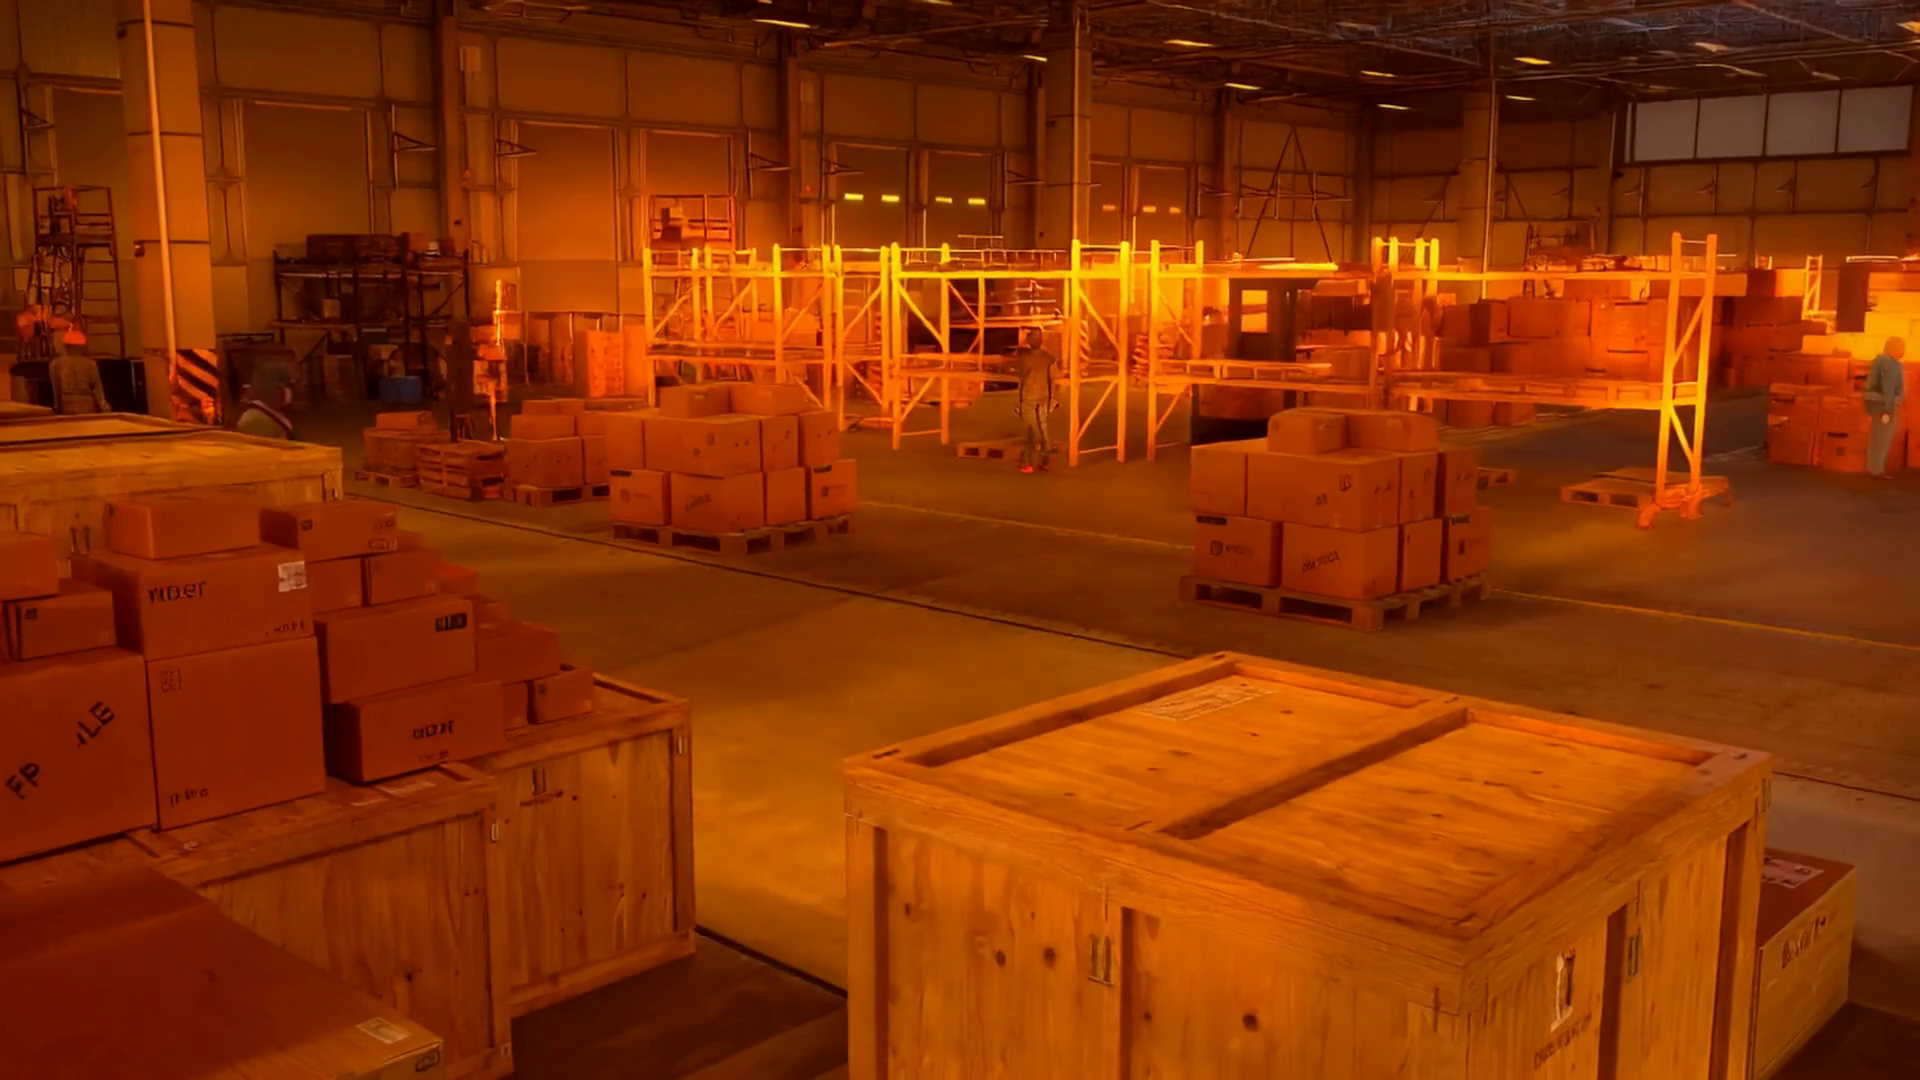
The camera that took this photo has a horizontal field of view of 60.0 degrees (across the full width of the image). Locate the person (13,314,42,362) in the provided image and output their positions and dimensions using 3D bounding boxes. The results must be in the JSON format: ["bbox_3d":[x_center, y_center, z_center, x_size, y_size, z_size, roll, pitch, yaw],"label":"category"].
[{"bbox_3d":[-14.800,-2.615,26.461,0.374,1.935,0.552,-6,11,-33],"label":"person"}]

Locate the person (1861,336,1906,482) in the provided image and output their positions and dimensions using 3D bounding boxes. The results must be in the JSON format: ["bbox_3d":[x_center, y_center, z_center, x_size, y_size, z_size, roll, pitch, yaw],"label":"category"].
[{"bbox_3d":[11.585,-1.639,20.860,0.433,1.831,0.631,1,9,8],"label":"person"}]

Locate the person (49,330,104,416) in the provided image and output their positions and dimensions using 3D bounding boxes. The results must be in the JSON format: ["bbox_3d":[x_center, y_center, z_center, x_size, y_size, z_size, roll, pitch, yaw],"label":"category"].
[{"bbox_3d":[-10.611,-1.565,20.042,0.594,1.929,0.352,-1,9,-4],"label":"person"}]

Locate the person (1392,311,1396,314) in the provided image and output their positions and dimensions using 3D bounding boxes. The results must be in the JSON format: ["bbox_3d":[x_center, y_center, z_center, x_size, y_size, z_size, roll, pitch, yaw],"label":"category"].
[{"bbox_3d":[13.209,-6.439,50.811,0.911,1.637,0.571,-1,9,-7],"label":"person"}]

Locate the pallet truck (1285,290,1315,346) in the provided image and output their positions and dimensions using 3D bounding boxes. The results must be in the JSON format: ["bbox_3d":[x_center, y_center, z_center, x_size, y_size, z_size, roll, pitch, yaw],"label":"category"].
[{"bbox_3d":[11.297,-6.951,52.861,1.885,1.965,0.823,-5,11,-29],"label":"pallet truck"}]

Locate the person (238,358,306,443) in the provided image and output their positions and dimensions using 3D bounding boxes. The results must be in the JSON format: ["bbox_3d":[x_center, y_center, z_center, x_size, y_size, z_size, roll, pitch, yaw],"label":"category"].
[{"bbox_3d":[-4.956,-0.327,12.115,0.539,2.000,0.702,-2,10,-14],"label":"person"}]

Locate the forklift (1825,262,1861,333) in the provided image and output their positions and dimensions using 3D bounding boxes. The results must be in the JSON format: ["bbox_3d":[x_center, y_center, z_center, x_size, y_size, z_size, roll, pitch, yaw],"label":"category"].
[{"bbox_3d":[22.783,-5.749,42.791,1.873,2.768,1.129,8,12,39],"label":"forklift"}]

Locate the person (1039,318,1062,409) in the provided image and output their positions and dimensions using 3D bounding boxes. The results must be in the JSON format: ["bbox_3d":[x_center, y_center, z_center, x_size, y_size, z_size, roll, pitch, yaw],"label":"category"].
[{"bbox_3d":[1.724,-3.330,31.477,0.484,1.735,0.335,-5,10,-27],"label":"person"}]

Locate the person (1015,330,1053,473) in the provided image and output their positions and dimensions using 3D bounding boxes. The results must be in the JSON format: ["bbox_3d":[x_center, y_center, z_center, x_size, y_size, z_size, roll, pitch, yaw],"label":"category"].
[{"bbox_3d":[0.968,-1.800,21.668,0.520,1.874,0.327,-4,10,-22],"label":"person"}]

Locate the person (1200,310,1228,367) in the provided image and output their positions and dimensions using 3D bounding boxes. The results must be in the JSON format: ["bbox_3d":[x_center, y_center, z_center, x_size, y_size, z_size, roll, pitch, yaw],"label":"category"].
[{"bbox_3d":[4.796,-3.364,31.219,0.645,1.877,1.040,5,10,28],"label":"person"}]

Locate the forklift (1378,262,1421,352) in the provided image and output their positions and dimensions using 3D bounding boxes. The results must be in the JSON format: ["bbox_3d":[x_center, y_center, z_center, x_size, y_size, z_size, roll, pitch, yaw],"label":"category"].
[{"bbox_3d":[10.938,-5.515,41.356,1.129,2.768,1.873,2,10,15],"label":"forklift"}]

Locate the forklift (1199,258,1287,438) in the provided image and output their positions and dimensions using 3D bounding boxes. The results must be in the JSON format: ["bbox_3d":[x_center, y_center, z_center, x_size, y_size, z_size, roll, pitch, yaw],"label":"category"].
[{"bbox_3d":[4.691,-3.099,26.542,1.129,2.768,1.873,9,13,43],"label":"forklift"}]

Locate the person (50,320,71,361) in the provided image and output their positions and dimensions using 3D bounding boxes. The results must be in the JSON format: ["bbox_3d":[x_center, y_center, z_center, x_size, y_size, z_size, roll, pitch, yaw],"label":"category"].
[{"bbox_3d":[-14.021,-2.526,26.149,1.046,1.865,0.593,-8,12,-42],"label":"person"}]

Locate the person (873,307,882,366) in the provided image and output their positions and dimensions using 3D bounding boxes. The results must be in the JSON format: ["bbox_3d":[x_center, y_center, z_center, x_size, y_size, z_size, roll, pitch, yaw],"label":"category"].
[{"bbox_3d":[-2.158,-5.387,44.400,0.323,1.631,0.522,-1,9,-6],"label":"person"}]

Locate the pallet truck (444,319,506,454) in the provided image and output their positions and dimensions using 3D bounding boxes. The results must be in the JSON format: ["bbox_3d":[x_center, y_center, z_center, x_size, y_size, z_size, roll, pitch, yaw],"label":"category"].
[{"bbox_3d":[-6.981,-1.942,22.150,1.885,1.965,0.823,1,9,9],"label":"pallet truck"}]
